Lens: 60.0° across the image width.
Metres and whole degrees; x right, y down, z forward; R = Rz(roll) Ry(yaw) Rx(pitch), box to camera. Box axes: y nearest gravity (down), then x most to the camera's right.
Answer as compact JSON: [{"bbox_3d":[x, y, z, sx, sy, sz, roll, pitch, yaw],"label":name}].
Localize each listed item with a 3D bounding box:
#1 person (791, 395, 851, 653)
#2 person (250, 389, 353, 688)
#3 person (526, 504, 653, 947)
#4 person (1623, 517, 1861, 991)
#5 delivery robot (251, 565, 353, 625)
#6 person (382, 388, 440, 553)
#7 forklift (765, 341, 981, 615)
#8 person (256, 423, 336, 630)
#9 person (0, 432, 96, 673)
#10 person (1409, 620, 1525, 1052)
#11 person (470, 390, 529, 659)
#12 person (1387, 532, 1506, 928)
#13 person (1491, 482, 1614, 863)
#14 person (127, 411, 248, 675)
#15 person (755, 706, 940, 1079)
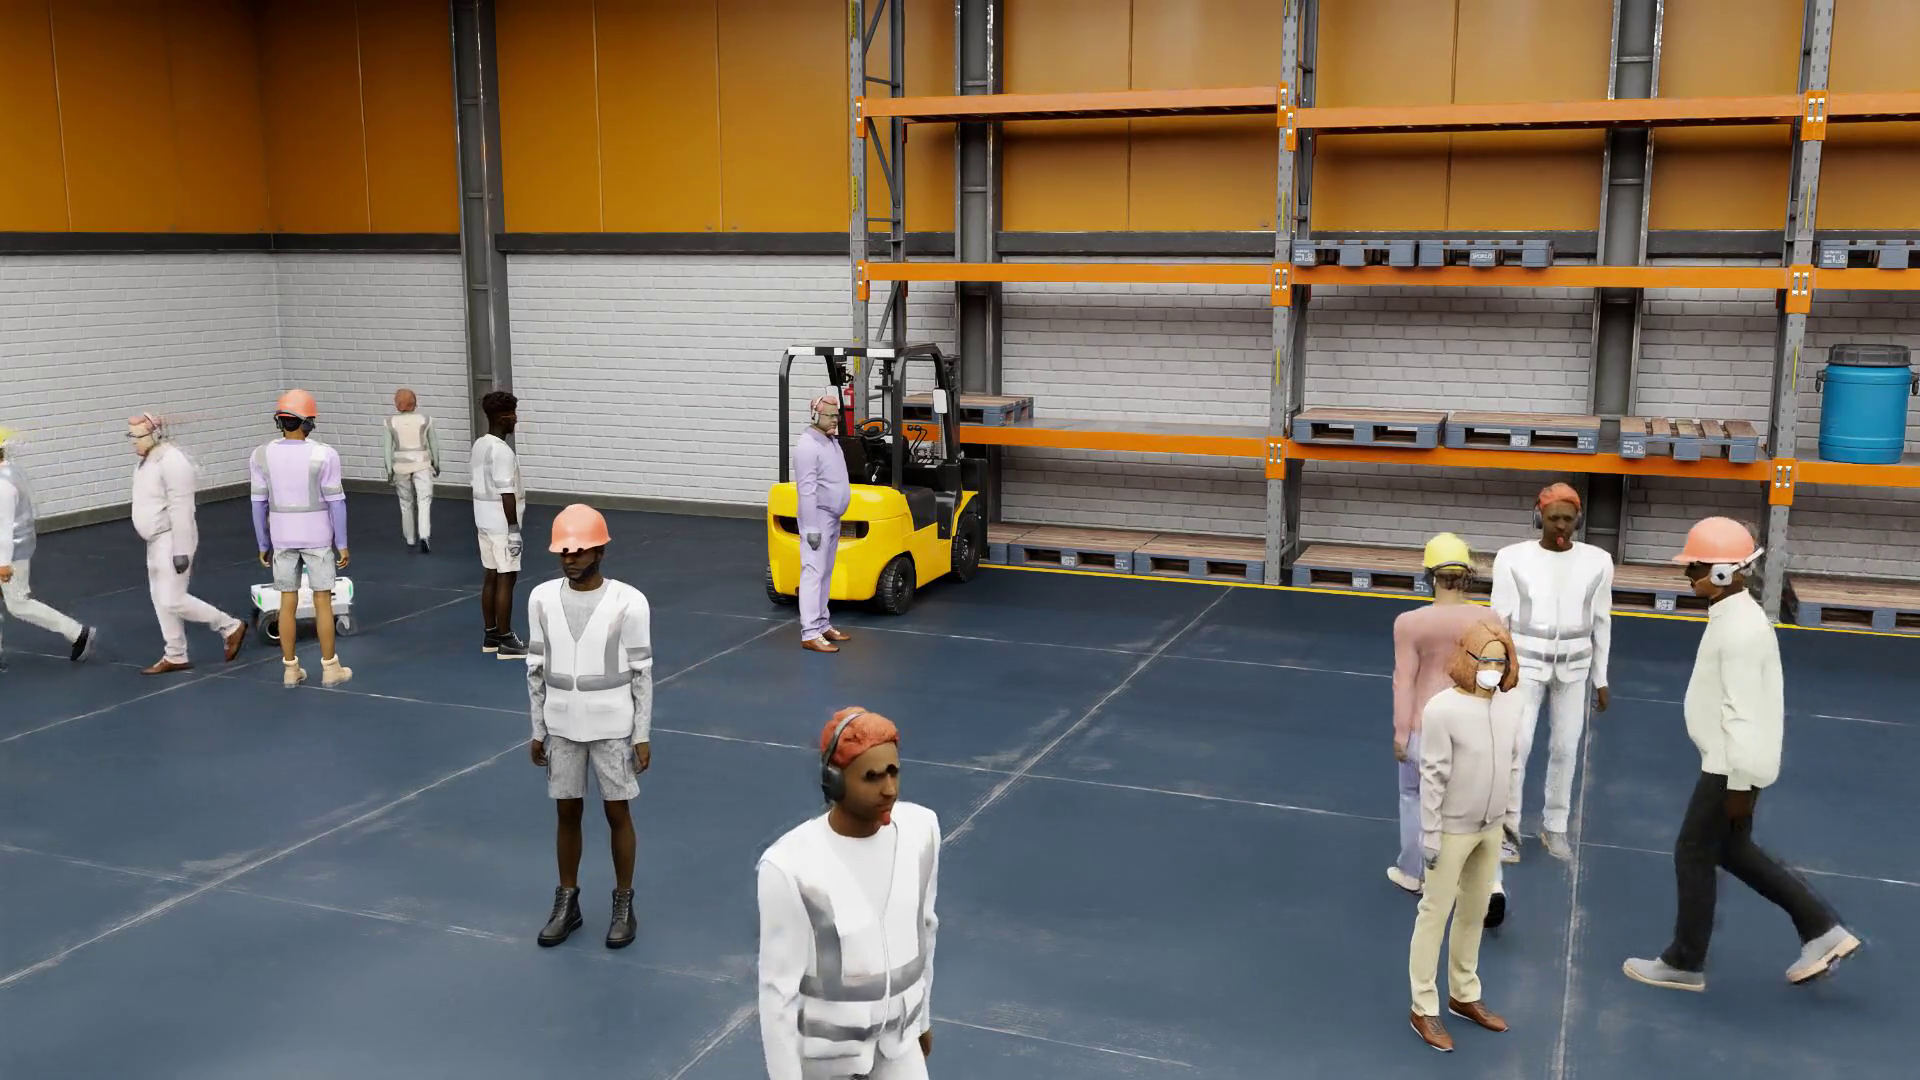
[{"bbox_3d":[-1.012,-0.130,12.433,0.402,1.904,0.639,2,10,13],"label":"person"},{"bbox_3d":[-4.474,-0.005,11.342,0.615,2.041,0.384,0,10,-1],"label":"person"},{"bbox_3d":[-1.594,0.800,7.147,0.544,1.939,0.372,1,10,7],"label":"person"},{"bbox_3d":[3.184,0.881,6.652,0.778,1.961,0.661,5,11,24],"label":"person"},{"bbox_3d":[-5.046,0.434,12.778,0.707,0.478,0.477,-6,12,-29],"label":"delivery robot"},{"bbox_3d":[-5.390,-0.690,16.359,0.515,1.608,0.795,-3,11,-15],"label":"person"},{"bbox_3d":[-0.739,-0.602,14.246,1.214,2.155,2.313,4,11,21],"label":"forklift"},{"bbox_3d":[-5.116,-0.176,12.879,0.603,1.830,0.404,-3,11,-15],"label":"person"},{"bbox_3d":[-6.632,0.061,11.686,0.808,1.797,0.593,-7,13,-35],"label":"person"},{"bbox_3d":[1.939,1.102,6.316,0.501,1.632,0.286,-6,12,-28],"label":"person"},{"bbox_3d":[-3.355,-0.115,12.170,0.361,1.962,0.617,-7,12,-34],"label":"person"},{"bbox_3d":[2.216,0.842,7.477,0.532,1.737,0.808,-1,10,-8],"label":"person"},{"bbox_3d":[2.871,0.650,8.138,0.584,1.884,0.341,1,10,7],"label":"person"},{"bbox_3d":[-5.463,0.020,11.671,0.610,1.878,0.672,-9,13,-40],"label":"person"},{"bbox_3d":[-0.226,1.353,4.344,0.605,1.832,0.983,-7,13,-35],"label":"person"}]
